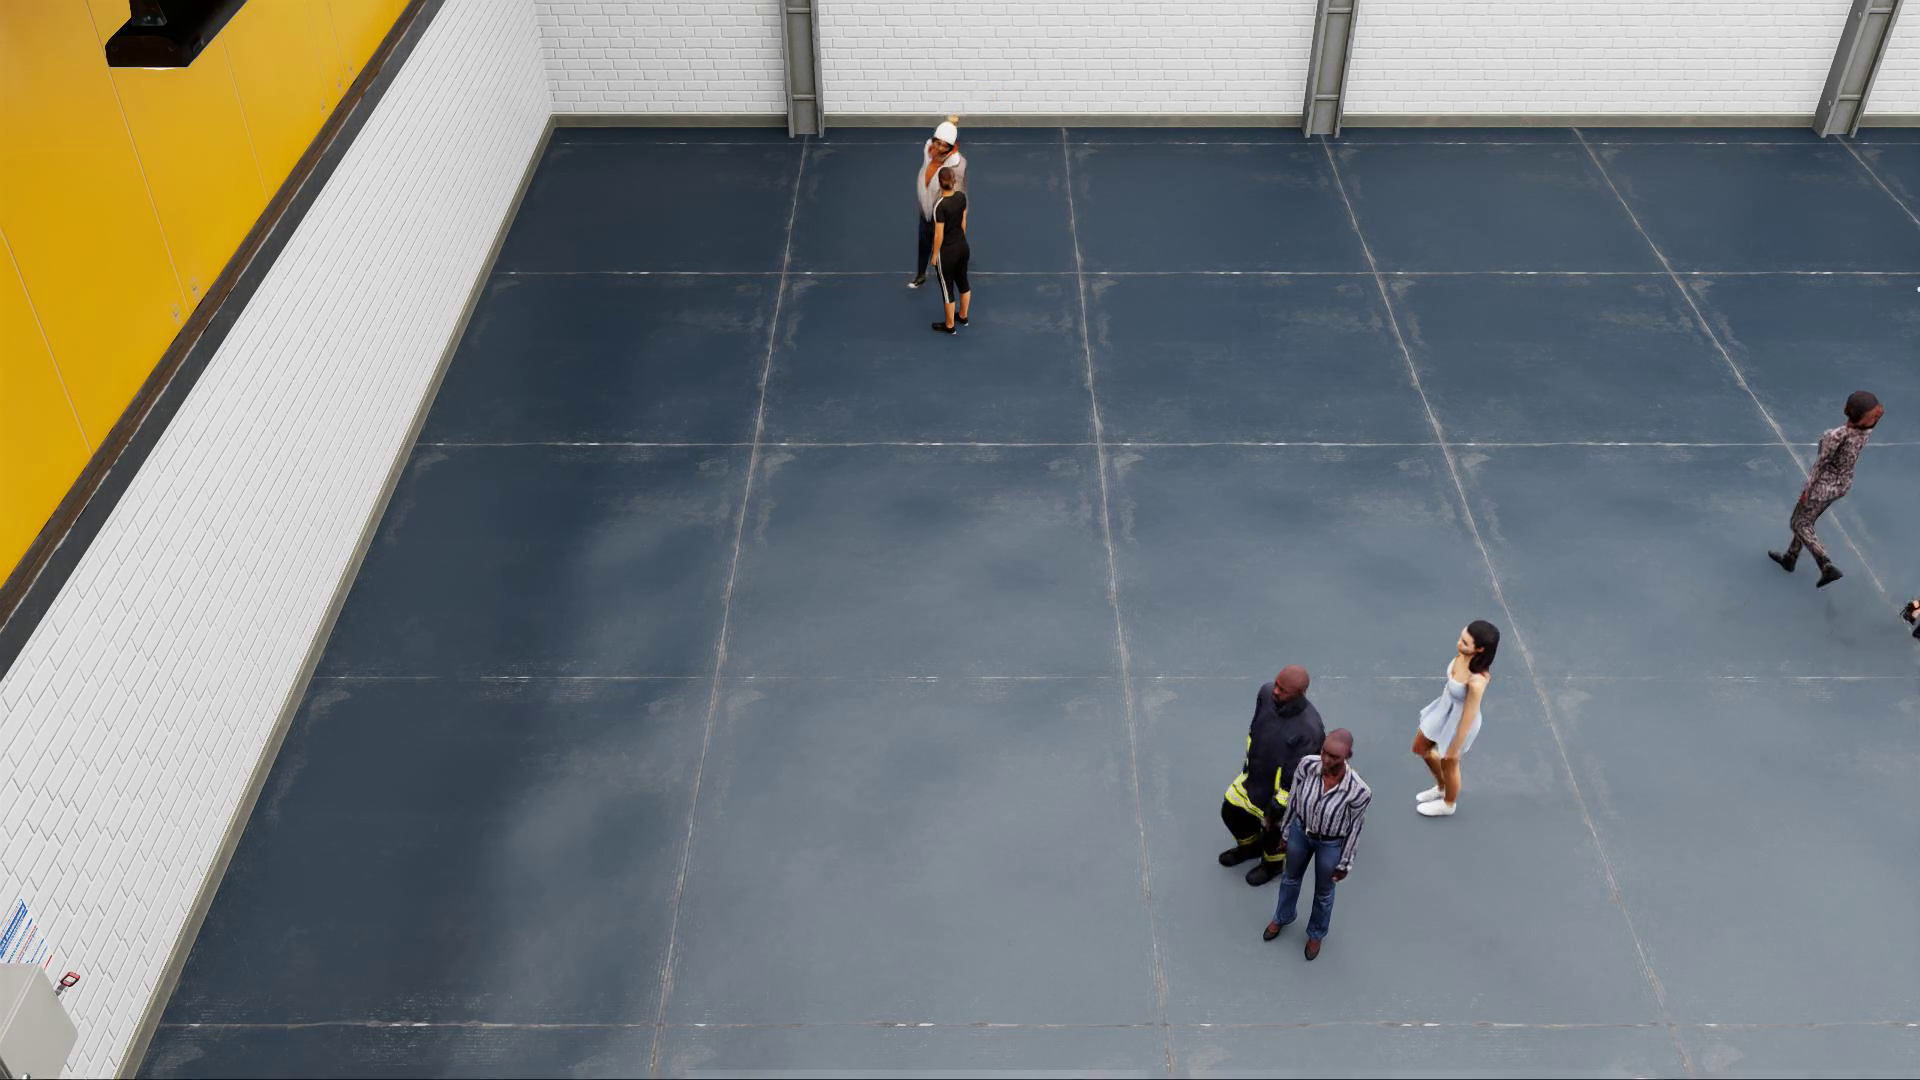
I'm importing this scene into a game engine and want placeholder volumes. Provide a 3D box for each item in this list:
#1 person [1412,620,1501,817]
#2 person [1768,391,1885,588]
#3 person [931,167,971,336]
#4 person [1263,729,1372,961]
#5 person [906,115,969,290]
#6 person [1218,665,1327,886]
[{"bbox_3d":[3.262,1.164,10.634,0.568,1.716,0.601,-1,39,-1],"label":"person"},{"bbox_3d":[6.587,-0.349,12.541,0.931,1.700,0.853,-15,41,-18],"label":"person"},{"bbox_3d":[-0.080,-2.714,15.527,0.702,1.668,0.652,30,47,32],"label":"person"},{"bbox_3d":[2.111,1.775,9.805,0.655,1.796,0.759,23,44,26],"label":"person"},{"bbox_3d":[-0.116,-3.319,16.145,1.154,1.843,1.107,-27,46,-29],"label":"person"},{"bbox_3d":[2.027,1.419,10.236,0.938,1.814,0.903,-19,42,-22],"label":"person"}]
